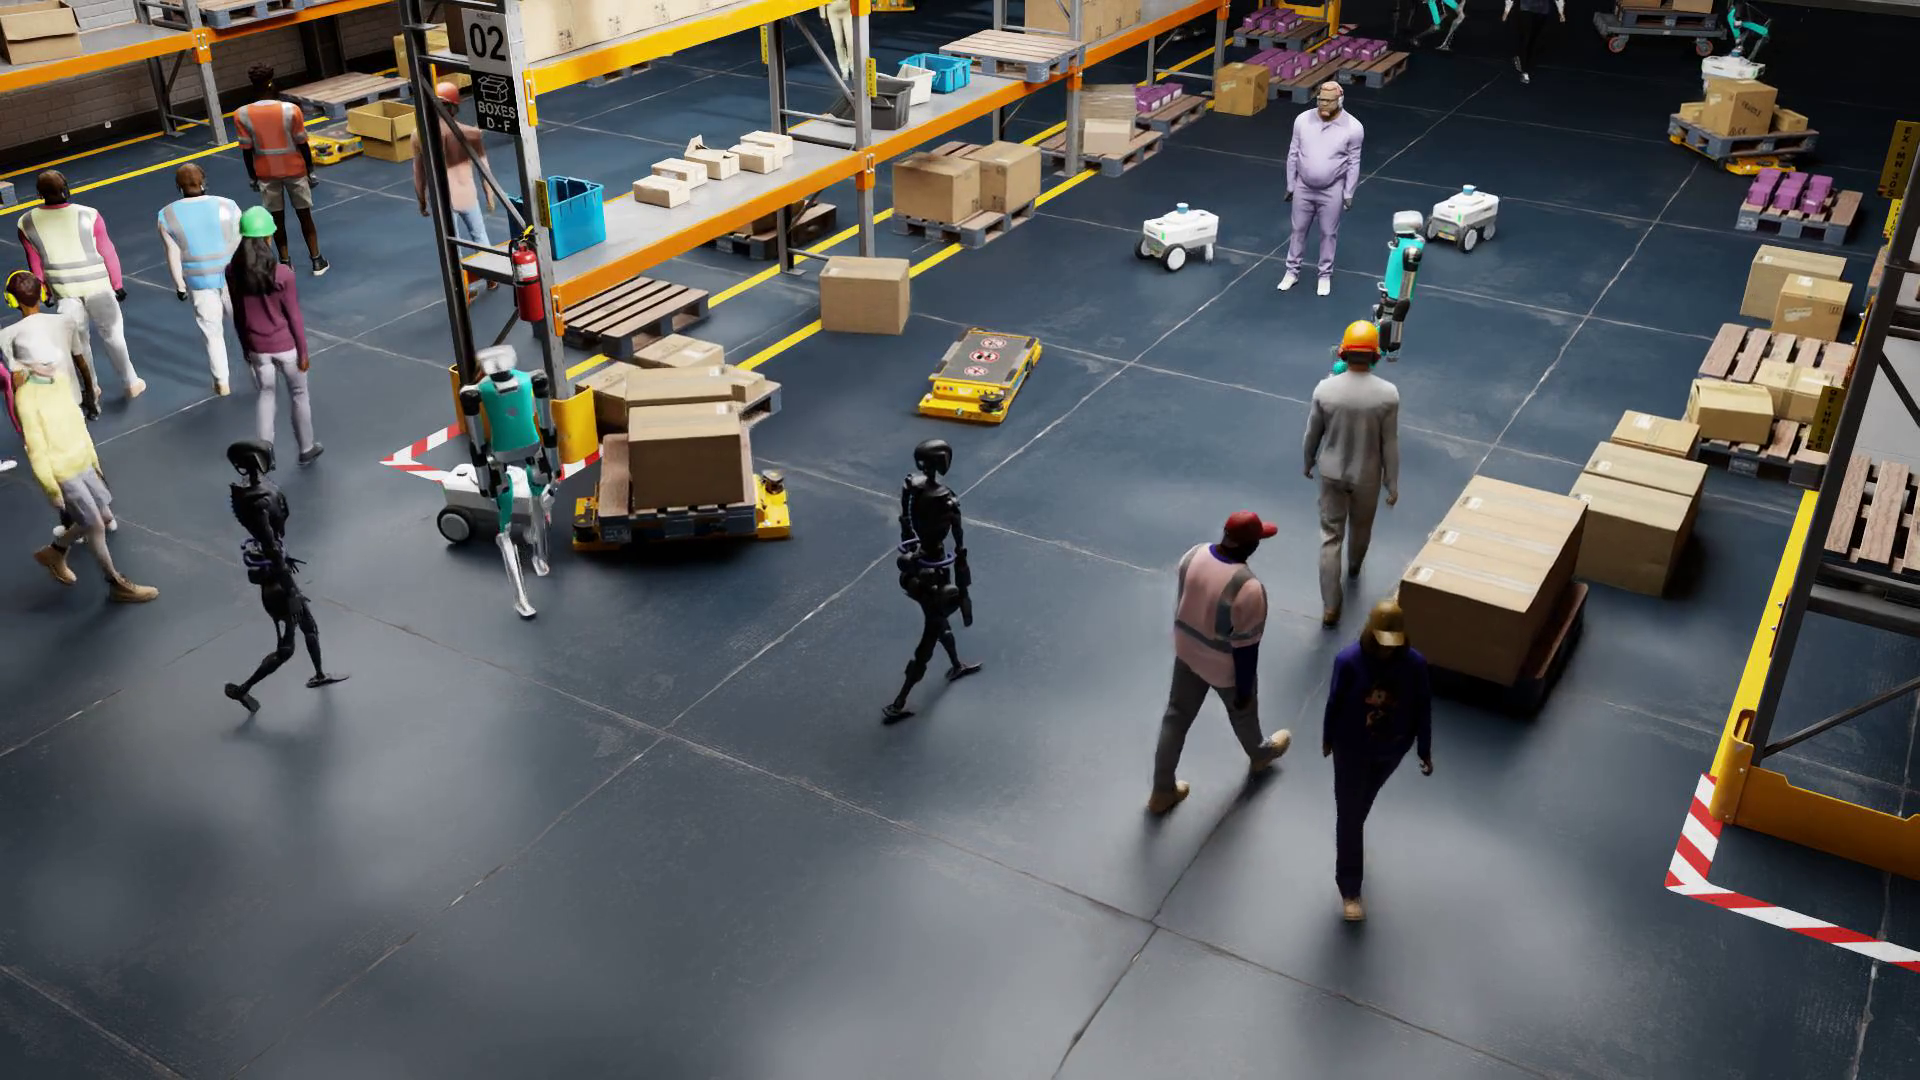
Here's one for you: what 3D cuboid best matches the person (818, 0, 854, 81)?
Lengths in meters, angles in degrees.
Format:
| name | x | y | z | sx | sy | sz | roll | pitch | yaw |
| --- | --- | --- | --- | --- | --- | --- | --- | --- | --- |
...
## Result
| name | x | y | z | sx | sy | sz | roll | pitch | yaw |
| --- | --- | --- | --- | --- | --- | --- | --- | --- | --- |
| person | -1.550 | -6.798 | 21.480 | 0.572 | 1.722 | 0.510 | 1 | 30 | 2 |

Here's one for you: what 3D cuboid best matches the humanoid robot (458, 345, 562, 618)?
| name | x | y | z | sx | sy | sz | roll | pitch | yaw |
| --- | --- | --- | --- | --- | --- | --- | --- | --- | --- |
| humanoid robot | -2.790 | -0.448 | 10.296 | 0.562 | 1.784 | 0.900 | -15 | 33 | -25 |

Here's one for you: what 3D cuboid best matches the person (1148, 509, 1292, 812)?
| name | x | y | z | sx | sy | sz | roll | pitch | yaw |
| --- | --- | --- | --- | --- | --- | --- | --- | --- | --- |
| person | 1.358 | 0.569 | 8.475 | 0.951 | 1.694 | 0.609 | -23 | 37 | -34 |

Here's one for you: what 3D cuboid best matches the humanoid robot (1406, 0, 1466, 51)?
| name | x | y | z | sx | sy | sz | roll | pitch | yaw |
| --- | --- | --- | --- | --- | --- | --- | --- | --- | --- |
| humanoid robot | 6.625 | -7.510 | 22.721 | 0.552 | 1.733 | 0.942 | -18 | 34 | -29 |

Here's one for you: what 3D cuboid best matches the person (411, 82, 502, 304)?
| name | x | y | z | sx | sy | sz | roll | pitch | yaw |
| --- | --- | --- | --- | --- | --- | --- | --- | --- | --- |
| person | -4.436 | -3.047 | 14.637 | 0.668 | 1.947 | 0.578 | -6 | 30 | -11 |

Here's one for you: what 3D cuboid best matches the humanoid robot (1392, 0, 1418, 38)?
| name | x | y | z | sx | sy | sz | roll | pitch | yaw |
| --- | --- | --- | --- | --- | --- | --- | --- | --- | --- |
| humanoid robot | 6.394 | -8.012 | 23.687 | 0.584 | 1.652 | 0.322 | 17 | 34 | 28 |

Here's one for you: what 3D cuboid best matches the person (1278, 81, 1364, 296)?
| name | x | y | z | sx | sy | sz | roll | pitch | yaw |
| --- | --- | --- | --- | --- | --- | --- | --- | --- | --- |
| person | 3.196 | -3.120 | 14.797 | 0.638 | 1.910 | 0.405 | 13 | 32 | 22 |

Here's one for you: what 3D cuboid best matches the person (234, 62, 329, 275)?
| name | x | y | z | sx | sy | sz | roll | pitch | yaw |
| --- | --- | --- | --- | --- | --- | --- | --- | --- | --- |
| person | -6.187 | -3.354 | 15.160 | 0.602 | 1.958 | 0.376 | -8 | 30 | -13 |

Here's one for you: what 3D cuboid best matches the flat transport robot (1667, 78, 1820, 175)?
| name | x | y | z | sx | sy | sz | roll | pitch | yaw |
| --- | --- | --- | --- | --- | --- | --- | --- | --- | --- |
| flat transport robot | 8.697 | -4.405 | 18.734 | 0.659 | 0.231 | 1.431 | -5 | 30 | -9 |

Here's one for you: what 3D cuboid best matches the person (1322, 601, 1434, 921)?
| name | x | y | z | sx | sy | sz | roll | pitch | yaw |
| --- | --- | --- | --- | --- | --- | --- | --- | --- | --- |
| person | 1.967 | 0.998 | 7.832 | 0.477 | 1.578 | 0.839 | -1 | 29 | -2 |

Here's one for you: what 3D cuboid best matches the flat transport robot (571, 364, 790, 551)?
| name | x | y | z | sx | sy | sz | roll | pitch | yaw |
| --- | --- | --- | --- | --- | --- | --- | --- | --- | --- |
| flat transport robot | -1.893 | -0.201 | 11.298 | 1.431 | 0.231 | 0.659 | -4 | 30 | -8 |

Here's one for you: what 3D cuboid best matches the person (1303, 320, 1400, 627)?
| name | x | y | z | sx | sy | sz | roll | pitch | yaw |
| --- | --- | --- | --- | --- | --- | --- | --- | --- | --- |
| person | 2.385 | -0.465 | 10.164 | 0.584 | 1.844 | 0.967 | 6 | 30 | 11 |

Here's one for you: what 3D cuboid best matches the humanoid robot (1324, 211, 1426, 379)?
| name | x | y | z | sx | sy | sz | roll | pitch | yaw |
| --- | --- | --- | --- | --- | --- | --- | --- | --- | --- |
| humanoid robot | 2.946 | -1.500 | 12.155 | 0.748 | 1.837 | 0.543 | 2 | 30 | 4 |

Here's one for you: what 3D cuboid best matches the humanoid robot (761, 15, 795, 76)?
| name | x | y | z | sx | sy | sz | roll | pitch | yaw |
| --- | --- | --- | --- | --- | --- | --- | --- | --- | --- |
| humanoid robot | -2.486 | -6.990 | 21.891 | 0.615 | 1.626 | 0.618 | -2 | 30 | -3 |

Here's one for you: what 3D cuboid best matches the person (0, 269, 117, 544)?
| name | x | y | z | sx | sy | sz | roll | pitch | yaw |
| --- | --- | --- | --- | --- | --- | --- | --- | --- | --- |
| person | -5.908 | -0.867 | 10.868 | 0.345 | 1.856 | 0.520 | 20 | 35 | 31 |

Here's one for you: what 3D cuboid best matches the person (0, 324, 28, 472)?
| name | x | y | z | sx | sy | sz | roll | pitch | yaw |
| --- | --- | --- | --- | --- | --- | --- | --- | --- | --- |
| person | -6.854 | -1.266 | 11.818 | 0.705 | 1.592 | 0.518 | -26 | 39 | -38 |

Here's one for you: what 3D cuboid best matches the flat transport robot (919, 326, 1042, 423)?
| name | x | y | z | sx | sy | sz | roll | pitch | yaw |
| --- | --- | --- | --- | --- | --- | --- | --- | --- | --- |
| flat transport robot | 0.181 | -1.337 | 13.307 | 0.659 | 0.231 | 1.431 | 8 | 30 | 13 |

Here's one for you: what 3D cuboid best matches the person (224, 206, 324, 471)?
| name | x | y | z | sx | sy | sz | roll | pitch | yaw |
| --- | --- | --- | --- | --- | --- | --- | --- | --- | --- |
| person | -4.834 | -1.372 | 11.675 | 0.505 | 1.930 | 0.579 | -1 | 29 | -1 |

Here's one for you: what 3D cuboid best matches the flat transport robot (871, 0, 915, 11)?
| name | x | y | z | sx | sy | sz | roll | pitch | yaw |
| --- | --- | --- | --- | --- | --- | --- | --- | --- | --- |
| flat transport robot | -1.070 | -8.469 | 25.922 | 0.659 | 0.231 | 1.431 | -2 | 30 | -4 |

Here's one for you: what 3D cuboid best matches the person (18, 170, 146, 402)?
| name | x | y | z | sx | sy | sz | roll | pitch | yaw |
| --- | --- | --- | --- | --- | --- | --- | --- | --- | --- |
| person | -6.745 | -1.936 | 12.773 | 0.621 | 1.840 | 0.429 | -8 | 30 | -14 |

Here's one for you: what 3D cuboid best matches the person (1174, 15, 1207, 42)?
| name | x | y | z | sx | sy | sz | roll | pitch | yaw |
| --- | --- | --- | --- | --- | --- | --- | --- | --- | --- |
| person | 3.254 | -8.034 | 23.575 | 0.549 | 1.817 | 0.841 | 18 | 34 | 28 |

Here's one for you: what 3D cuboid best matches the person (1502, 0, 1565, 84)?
| name | x | y | z | sx | sy | sz | roll | pitch | yaw |
| --- | --- | --- | --- | --- | --- | --- | --- | --- | --- |
| person | 7.486 | -6.921 | 21.725 | 0.744 | 1.718 | 0.915 | 1 | 29 | 1 |

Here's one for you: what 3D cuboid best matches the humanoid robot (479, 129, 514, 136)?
| name | x | y | z | sx | sy | sz | roll | pitch | yaw |
| --- | --- | --- | --- | --- | --- | --- | --- | --- | --- |
| humanoid robot | -5.257 | -5.326 | 18.894 | 1.027 | 1.739 | 0.538 | -14 | 32 | -23 |

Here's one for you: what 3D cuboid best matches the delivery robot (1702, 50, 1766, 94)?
| name | x | y | z | sx | sy | sz | roll | pitch | yaw |
| --- | --- | --- | --- | --- | --- | --- | --- | --- | --- |
| delivery robot | 9.815 | -5.903 | 21.093 | 0.508 | 0.595 | 0.766 | -25 | 38 | -37 |

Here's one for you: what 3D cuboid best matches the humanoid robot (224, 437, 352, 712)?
| name | x | y | z | sx | sy | sz | roll | pitch | yaw |
| --- | --- | --- | --- | --- | --- | --- | --- | --- | --- |
| humanoid robot | -3.855 | 0.185 | 9.216 | 0.647 | 1.637 | 0.584 | -15 | 33 | -24 |

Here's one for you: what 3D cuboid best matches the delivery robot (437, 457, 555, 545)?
| name | x | y | z | sx | sy | sz | roll | pitch | yaw |
| --- | --- | --- | --- | --- | --- | --- | --- | --- | --- |
| delivery robot | -3.099 | -0.283 | 11.154 | 0.768 | 0.597 | 0.515 | 7 | 30 | 12 |

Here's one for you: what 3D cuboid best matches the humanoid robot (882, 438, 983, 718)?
| name | x | y | z | sx | sy | sz | roll | pitch | yaw |
| --- | --- | --- | --- | --- | --- | --- | --- | --- | --- |
| humanoid robot | -0.147 | 0.188 | 9.226 | 0.792 | 1.625 | 0.610 | -21 | 36 | -32 |

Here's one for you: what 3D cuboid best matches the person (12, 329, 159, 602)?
| name | x | y | z | sx | sy | sz | roll | pitch | yaw |
| --- | --- | --- | --- | --- | --- | --- | --- | --- | --- |
| person | -5.447 | -0.429 | 10.082 | 0.661 | 1.870 | 0.487 | 2 | 30 | 3 |

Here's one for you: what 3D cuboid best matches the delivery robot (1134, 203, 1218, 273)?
| name | x | y | z | sx | sy | sz | roll | pitch | yaw |
| --- | --- | --- | --- | --- | --- | --- | --- | --- | --- |
| delivery robot | 2.079 | -2.890 | 15.746 | 0.746 | 0.578 | 0.517 | -17 | 34 | -28 |

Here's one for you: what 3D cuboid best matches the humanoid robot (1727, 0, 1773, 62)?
| name | x | y | z | sx | sy | sz | roll | pitch | yaw |
| --- | --- | --- | --- | --- | --- | --- | --- | --- | --- |
| humanoid robot | 10.196 | -6.804 | 21.529 | 0.901 | 1.768 | 0.537 | 5 | 30 | 8 |

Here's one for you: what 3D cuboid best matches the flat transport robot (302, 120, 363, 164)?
| name | x | y | z | sx | sy | sz | roll | pitch | yaw |
| --- | --- | --- | --- | --- | --- | --- | --- | --- | --- |
| flat transport robot | -6.972 | -4.625 | 19.123 | 0.659 | 0.231 | 1.431 | 16 | 33 | 26 |

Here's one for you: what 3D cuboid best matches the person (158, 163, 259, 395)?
| name | x | y | z | sx | sy | sz | roll | pitch | yaw |
| --- | --- | --- | --- | --- | --- | --- | --- | --- | --- |
| person | -5.788 | -2.022 | 12.927 | 0.621 | 1.838 | 0.429 | -13 | 32 | -21 |

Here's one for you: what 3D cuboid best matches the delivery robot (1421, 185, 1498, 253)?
| name | x | y | z | sx | sy | sz | roll | pitch | yaw |
| --- | --- | --- | --- | --- | --- | --- | --- | --- | --- |
| delivery robot | 4.915 | -3.150 | 16.230 | 0.806 | 0.602 | 0.499 | -24 | 37 | -36 |
